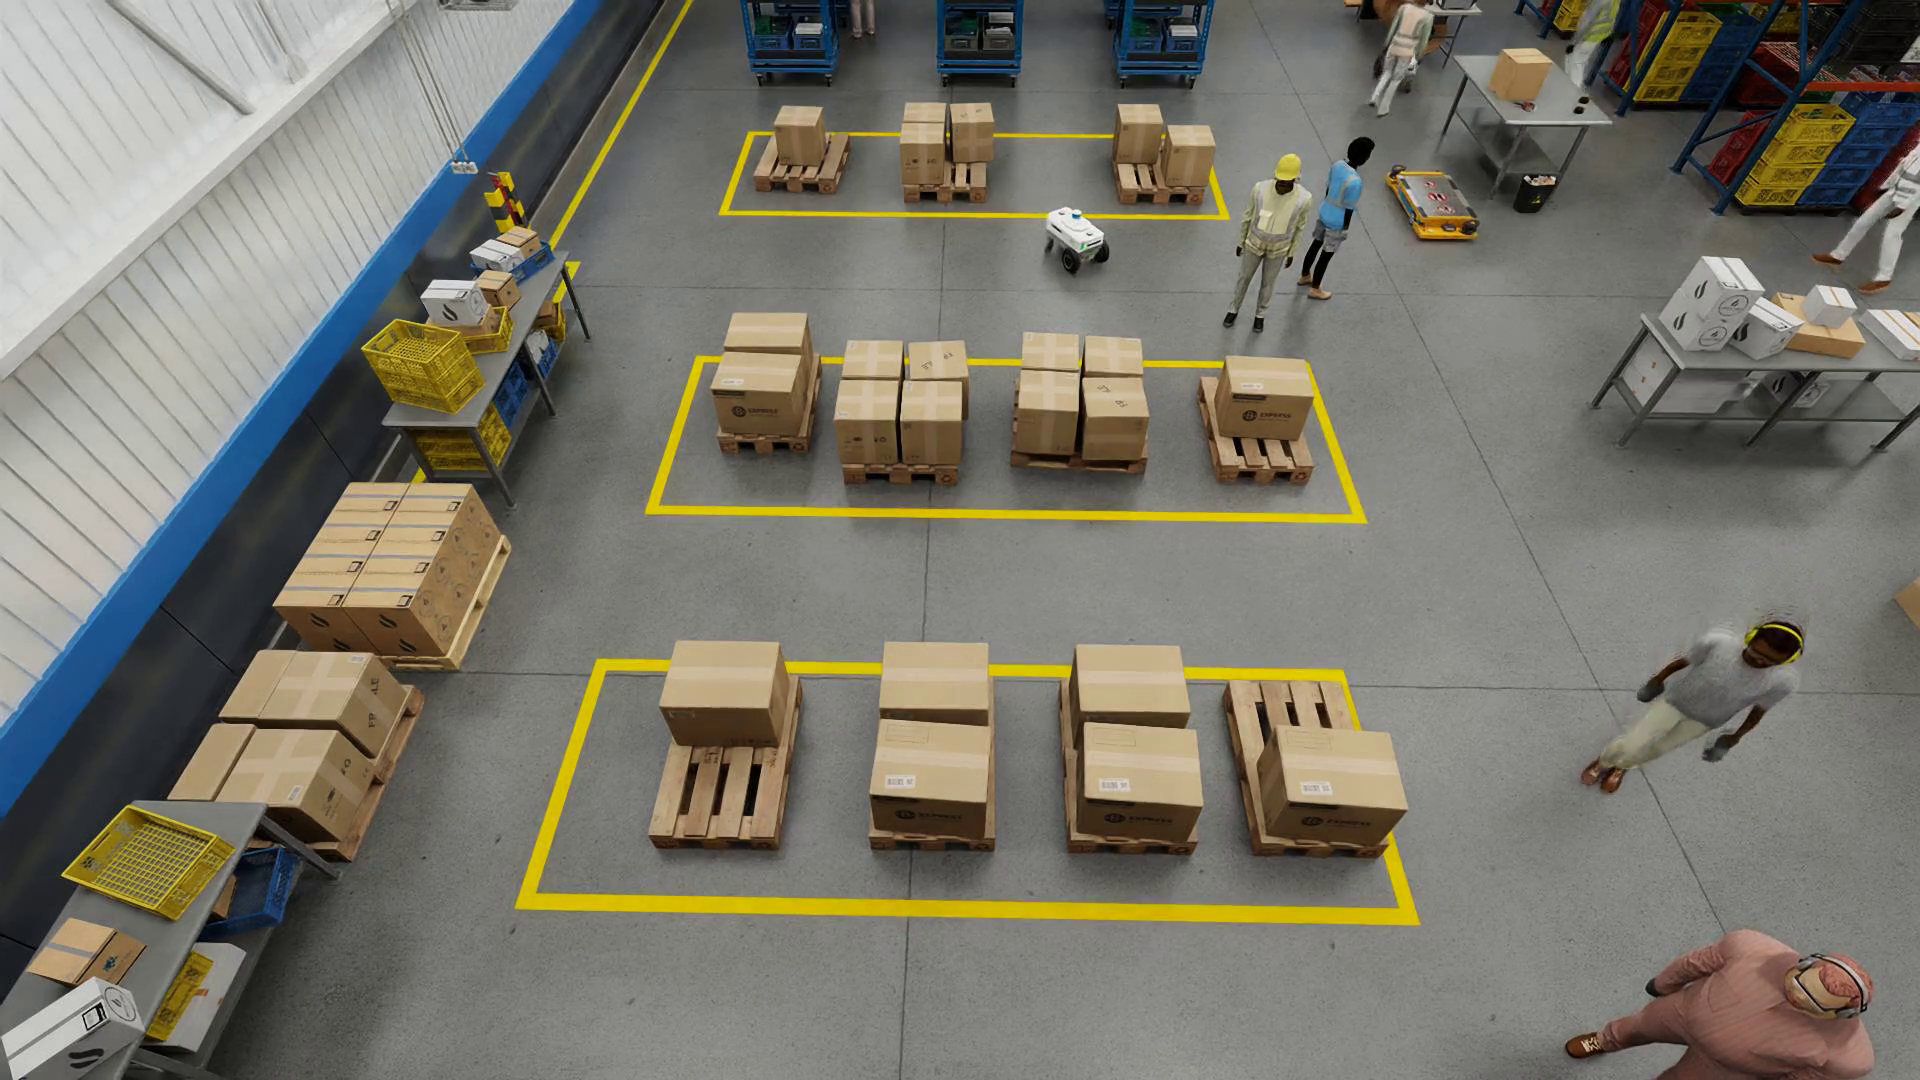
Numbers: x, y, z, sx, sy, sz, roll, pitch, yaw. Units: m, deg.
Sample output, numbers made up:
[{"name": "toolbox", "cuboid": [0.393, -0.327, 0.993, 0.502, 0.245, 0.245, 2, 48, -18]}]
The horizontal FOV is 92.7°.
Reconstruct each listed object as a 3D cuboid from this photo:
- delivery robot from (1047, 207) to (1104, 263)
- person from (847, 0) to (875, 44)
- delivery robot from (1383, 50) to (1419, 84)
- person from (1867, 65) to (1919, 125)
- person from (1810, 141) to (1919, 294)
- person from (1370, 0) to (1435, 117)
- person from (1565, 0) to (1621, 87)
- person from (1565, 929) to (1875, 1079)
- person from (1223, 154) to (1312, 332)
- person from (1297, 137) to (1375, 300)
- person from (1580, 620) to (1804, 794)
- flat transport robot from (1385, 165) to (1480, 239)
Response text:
[{"name": "delivery robot", "cuboid": [1.286, -3.454, 10.259, 0.477, 0.478, 0.707, -25, 54, -20]}, {"name": "person", "cuboid": [-1.529, -8.645, 13.879, 0.630, 1.979, 0.412, -35, 58, -26]}, {"name": "delivery robot", "cuboid": [6.372, -6.919, 13.258, 0.477, 0.478, 0.707, 5, 49, 4]}, {"name": "person", "cuboid": [11.962, -5.731, 11.381, 0.627, 1.940, 0.372, -8, 50, -7]}, {"name": "person", "cuboid": [9.884, -3.549, 9.547, 0.545, 1.862, 0.805, 8, 50, 7]}, {"name": "person", "cuboid": [5.943, -6.544, 12.287, 0.363, 1.621, 0.530, -30, 56, -24]}, {"name": "person", "cuboid": [8.518, -6.828, 12.432, 0.653, 1.800, 0.551, -33, 57, -25]}, {"name": "person", "cuboid": [3.610, 2.373, 4.397, 0.401, 1.900, 0.636, -17, 51, -14]}, {"name": "person", "cuboid": [3.011, -2.891, 8.992, 0.595, 1.832, 0.404, 15, 51, 13]}, {"name": "person", "cuboid": [3.862, -3.303, 9.439, 0.320, 1.692, 0.531, -7, 49, -6]}, {"name": "person", "cuboid": [4.415, 1.074, 5.549, 0.537, 1.847, 0.522, 33, 57, 25]}, {"name": "flat transport robot", "cuboid": [5.692, -4.094, 11.059, 0.652, 0.197, 1.431, 1, 49, 1]}]
